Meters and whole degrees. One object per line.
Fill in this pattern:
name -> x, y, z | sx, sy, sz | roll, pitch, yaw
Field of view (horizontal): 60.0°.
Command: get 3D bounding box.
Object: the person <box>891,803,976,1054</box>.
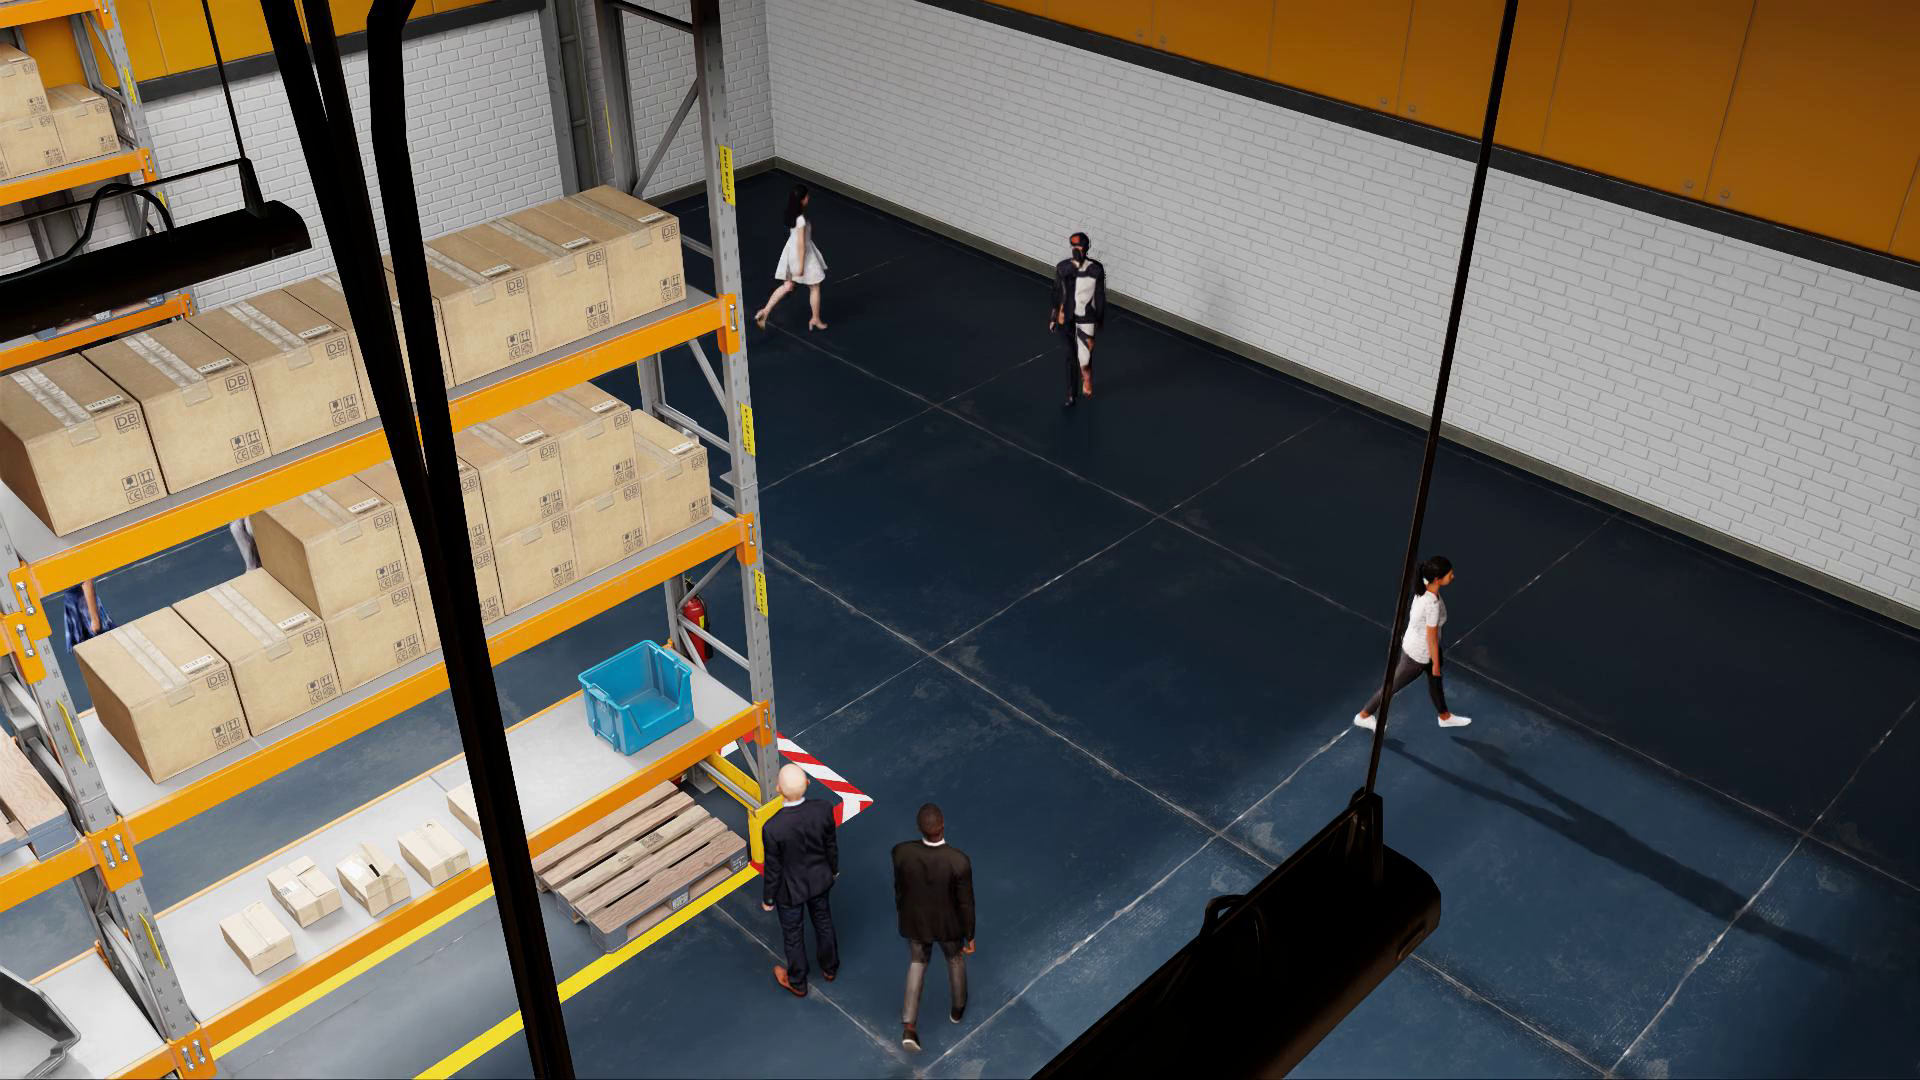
person -> -0.190, 2.364, 10.040 | 0.993, 1.783, 1.103 | 8, 34, 12

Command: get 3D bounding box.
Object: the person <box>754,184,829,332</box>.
person -> -1.841, -3.013, 18.164 | 1.154, 1.745, 0.788 | -18, 38, -25

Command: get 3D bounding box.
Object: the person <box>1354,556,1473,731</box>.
person -> 3.370, 0.829, 12.521 | 1.066, 1.592, 1.120 | 6, 34, 8

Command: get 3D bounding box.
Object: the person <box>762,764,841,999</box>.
person -> -0.993, 2.125, 10.386 | 0.579, 1.798, 0.796 | -20, 38, -27

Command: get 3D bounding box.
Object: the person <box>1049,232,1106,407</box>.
person -> 1.212, -2.283, 16.943 | 0.831, 1.881, 0.859 | 9, 35, 13
